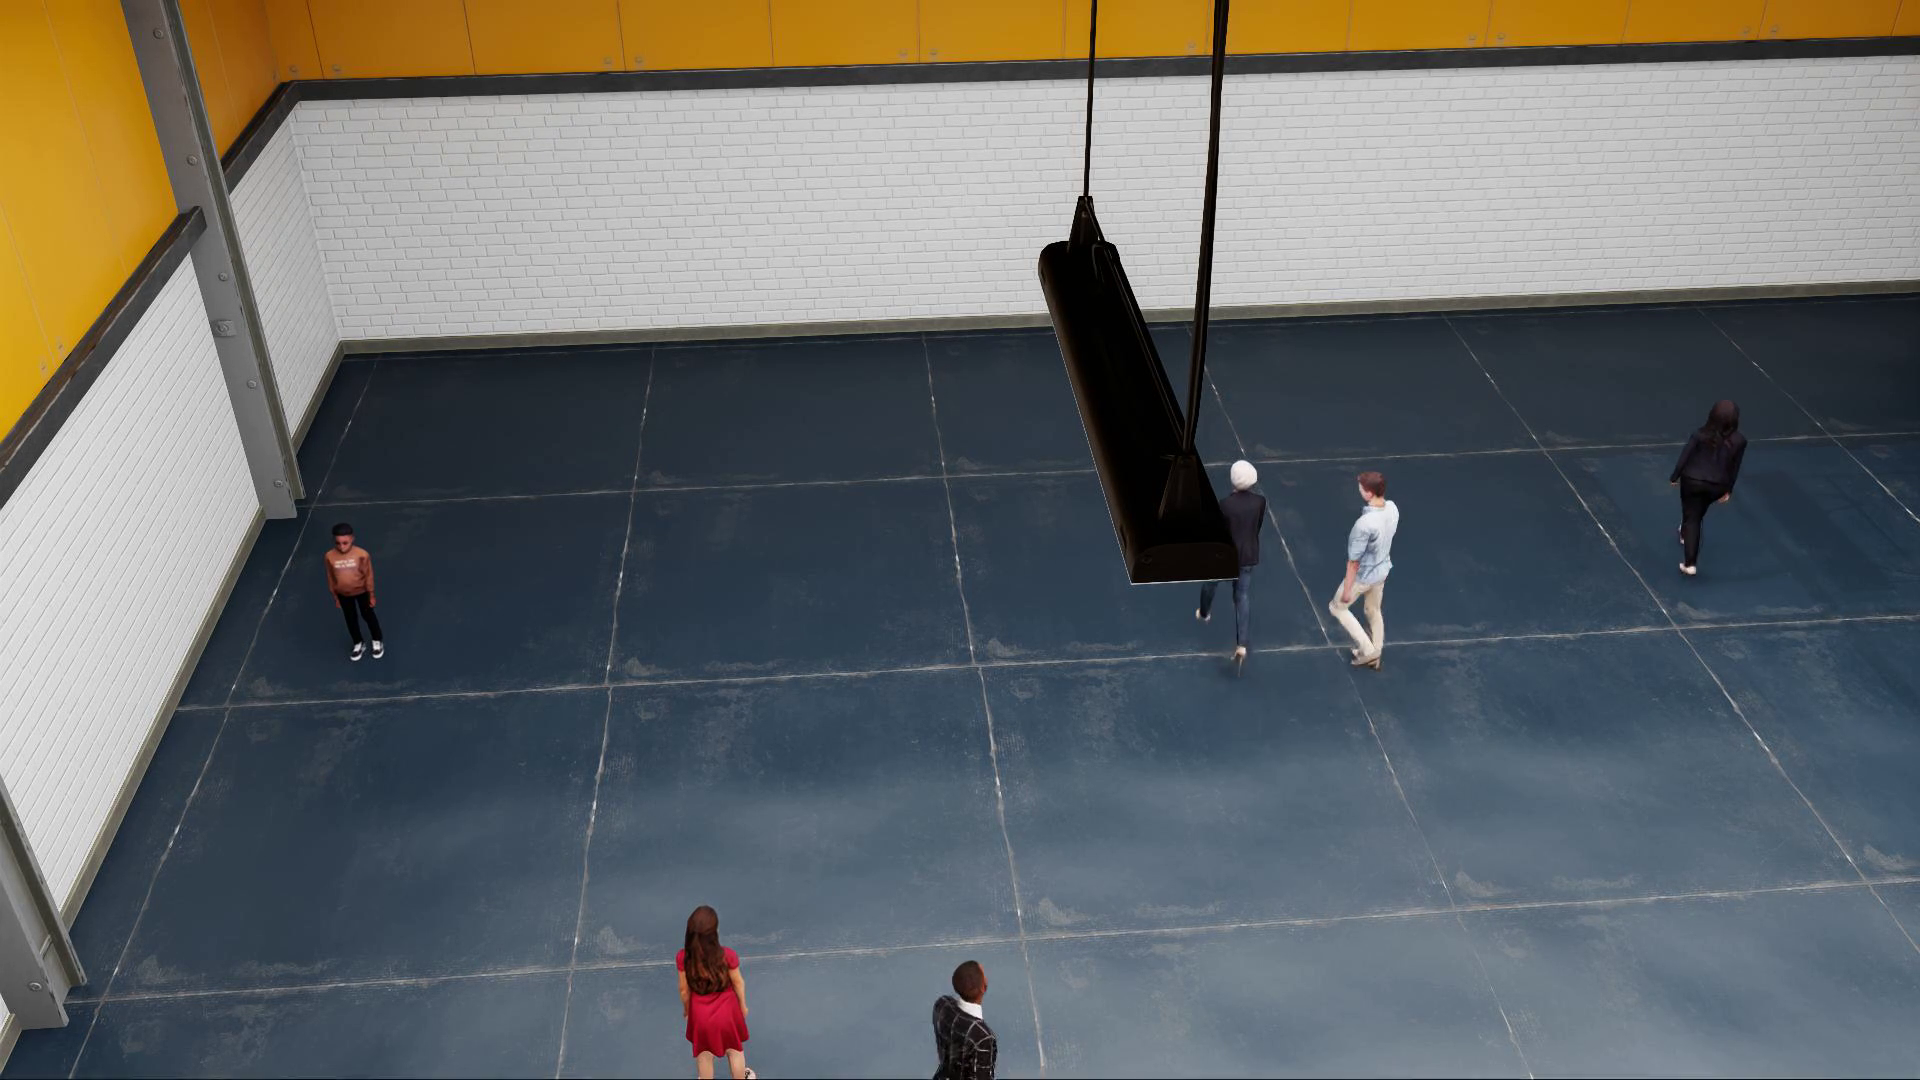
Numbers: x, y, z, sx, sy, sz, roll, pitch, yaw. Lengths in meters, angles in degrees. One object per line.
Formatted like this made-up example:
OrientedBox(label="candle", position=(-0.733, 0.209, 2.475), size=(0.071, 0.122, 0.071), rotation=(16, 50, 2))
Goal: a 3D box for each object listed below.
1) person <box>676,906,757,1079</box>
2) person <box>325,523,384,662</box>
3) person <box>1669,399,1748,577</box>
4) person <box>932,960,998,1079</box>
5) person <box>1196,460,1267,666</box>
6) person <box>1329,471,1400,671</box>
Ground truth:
OrientedBox(label="person", position=(-1.443, 2.734, 9.733), size=(0.532, 1.553, 0.592), rotation=(-2, 34, -3))
OrientedBox(label="person", position=(-4.925, 0.397, 13.518), size=(0.513, 1.254, 0.481), rotation=(-2, 34, -4))
OrientedBox(label="person", position=(6.479, -0.430, 14.467), size=(0.782, 1.582, 1.145), rotation=(4, 34, 5))
OrientedBox(label="person", position=(-0.041, 3.107, 8.988), size=(1.230, 1.756, 1.237), rotation=(-22, 39, -29))
OrientedBox(label="person", position=(2.160, 0.194, 13.262), size=(0.701, 1.735, 1.077), rotation=(-4, 34, -7))
OrientedBox(label="person", position=(3.274, 0.314, 13.125), size=(0.876, 1.828, 0.921), rotation=(-26, 41, -33))
